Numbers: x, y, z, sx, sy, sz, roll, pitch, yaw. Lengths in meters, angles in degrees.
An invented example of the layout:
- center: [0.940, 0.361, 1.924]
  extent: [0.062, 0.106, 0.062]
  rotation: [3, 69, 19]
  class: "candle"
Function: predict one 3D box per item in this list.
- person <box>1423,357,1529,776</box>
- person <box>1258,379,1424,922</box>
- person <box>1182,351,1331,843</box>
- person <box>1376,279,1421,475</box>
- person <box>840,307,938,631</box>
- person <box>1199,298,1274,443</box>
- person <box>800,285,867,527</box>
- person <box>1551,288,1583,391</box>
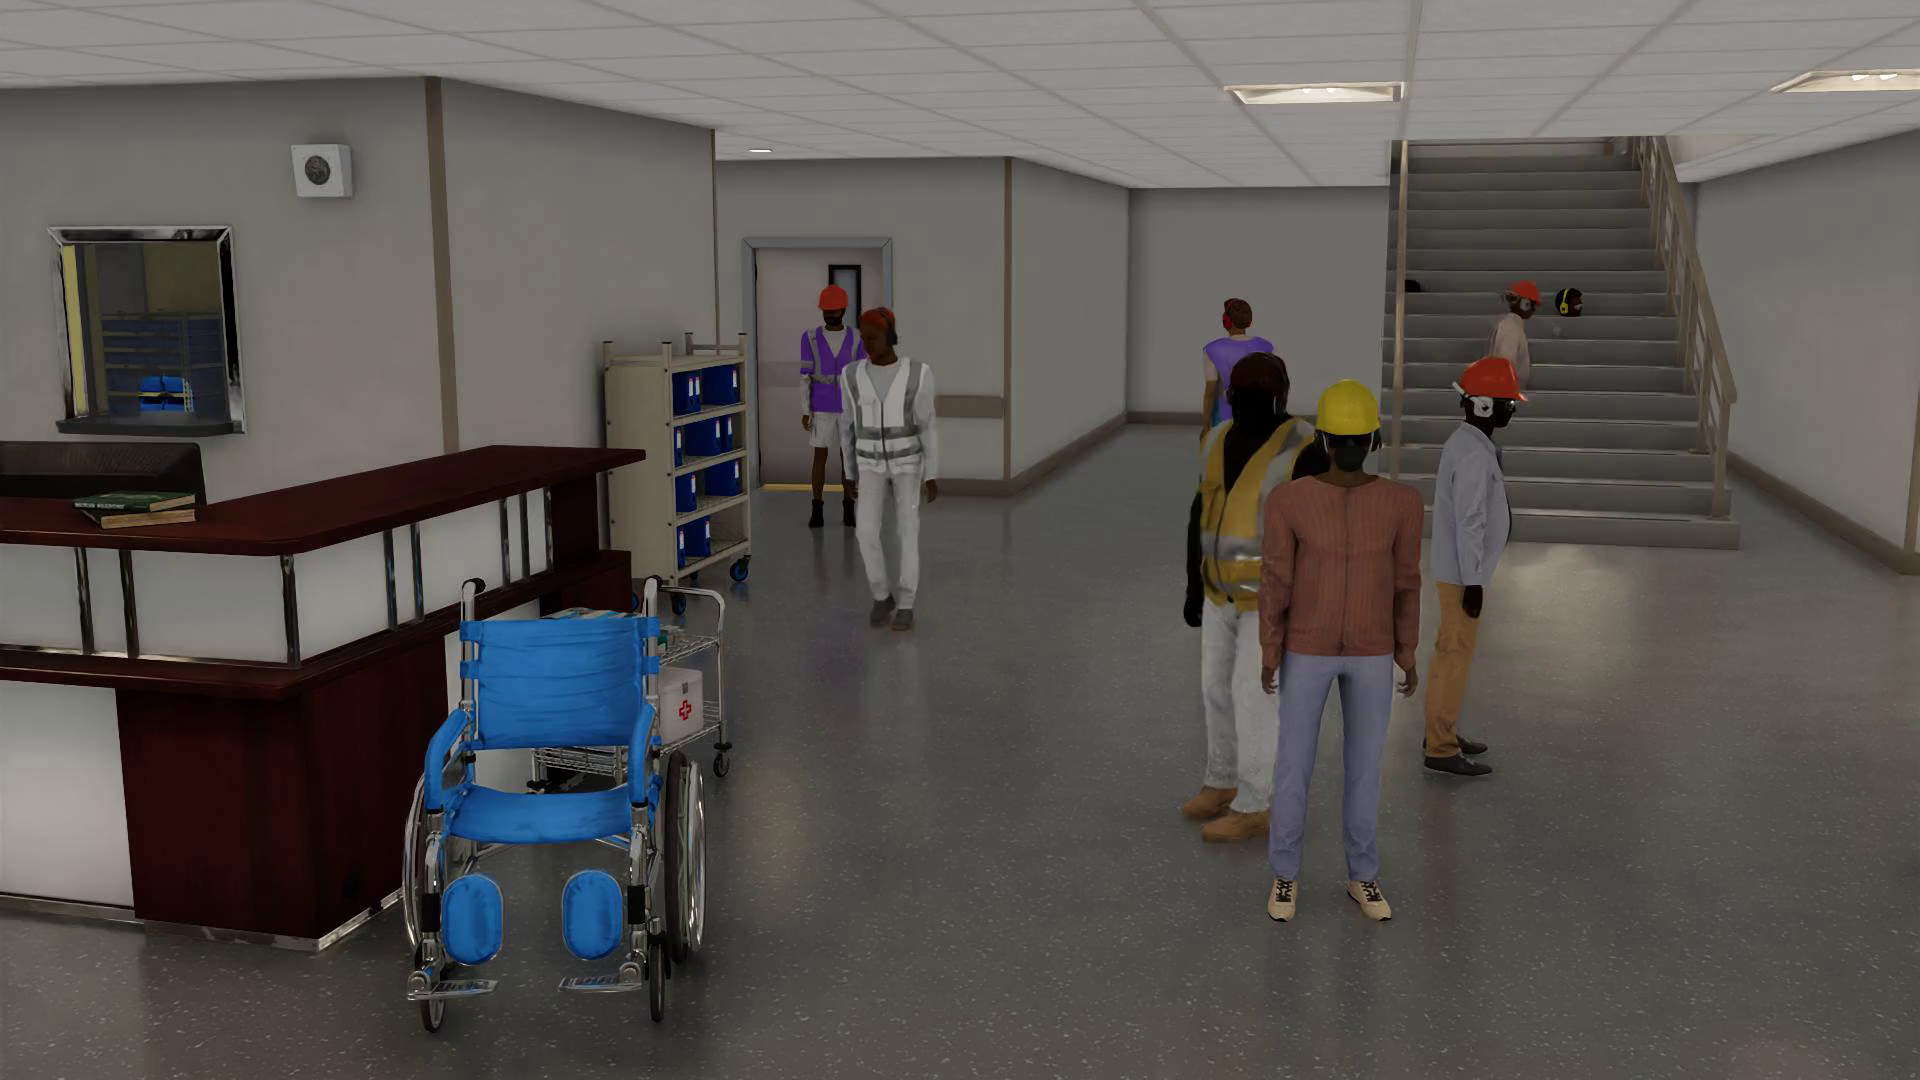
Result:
- center: [2.157, 0.106, 6.971]
  extent: [0.361, 1.742, 0.563]
  rotation: [3, 10, 14]
  class: "person"
- center: [1.226, 0.365, 5.377]
  extent: [0.530, 1.768, 0.312]
  rotation: [0, 10, 0]
  class: "person"
- center: [1.086, 0.218, 6.116]
  extent: [0.431, 1.809, 0.678]
  rotation: [-6, 11, -33]
  class: "person"
- center: [4.202, -1.489, 15.761]
  extent: [0.627, 1.939, 0.738]
  rotation: [8, 12, 38]
  class: "person"
- center: [-0.405, -0.397, 9.542]
  extent: [0.597, 1.867, 0.435]
  rotation: [1, 10, 8]
  class: "person"
- center: [2.061, -0.872, 12.412]
  extent: [0.566, 1.850, 0.389]
  rotation: [-3, 10, -19]
  class: "person"
- center: [-0.995, -1.063, 13.278]
  extent: [0.549, 1.934, 0.374]
  rotation: [-1, 10, -7]
  class: "person"
- center: [5.500, -1.352, 15.172]
  extent: [0.329, 1.873, 0.514]
  rotation: [5, 11, 28]
  class: "person"
